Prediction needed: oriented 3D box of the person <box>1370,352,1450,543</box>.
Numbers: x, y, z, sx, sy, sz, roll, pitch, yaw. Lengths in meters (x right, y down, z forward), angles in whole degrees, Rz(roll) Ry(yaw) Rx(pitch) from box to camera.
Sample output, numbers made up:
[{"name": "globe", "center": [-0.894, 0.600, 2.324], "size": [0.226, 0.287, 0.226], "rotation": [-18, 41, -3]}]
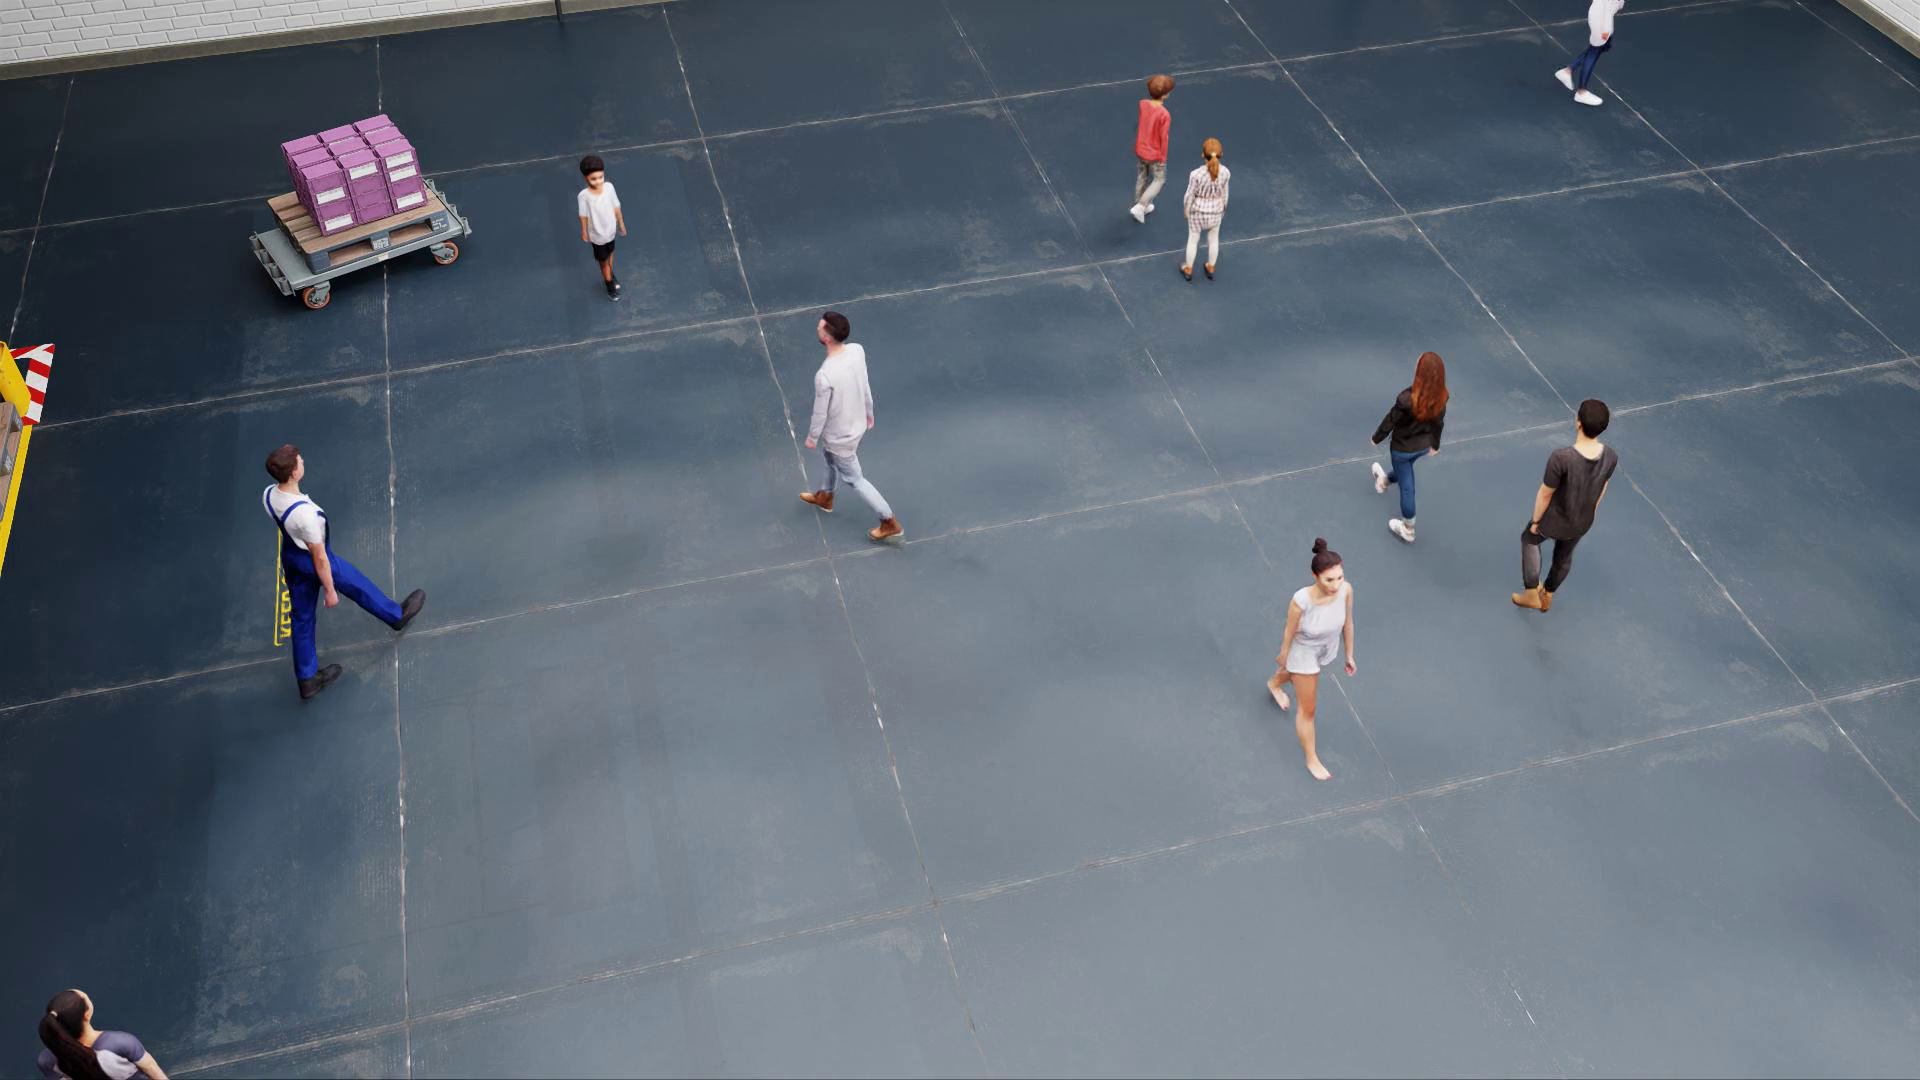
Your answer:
[{"name": "person", "center": [3.171, -0.615, 11.558], "size": [0.679, 1.438, 0.986], "rotation": [-18, 46, -18]}]

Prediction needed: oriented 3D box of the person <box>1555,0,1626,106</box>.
[{"name": "person", "center": [6.085, -5.029, 15.952], "size": [0.893, 1.769, 0.837], "rotation": [15, 46, 15]}]

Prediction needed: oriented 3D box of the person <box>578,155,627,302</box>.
[{"name": "person", "center": [-3.006, -2.654, 13.836], "size": [0.610, 1.249, 0.709], "rotation": [-24, 49, -23]}]

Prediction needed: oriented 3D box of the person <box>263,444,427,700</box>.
[{"name": "person", "center": [-4.110, 0.247, 10.391], "size": [1.227, 1.800, 1.245], "rotation": [25, 49, 24]}]

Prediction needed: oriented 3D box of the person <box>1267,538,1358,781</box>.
[{"name": "person", "center": [2.115, 0.617, 10.177], "size": [0.718, 1.559, 1.120], "rotation": [-19, 47, -19]}]

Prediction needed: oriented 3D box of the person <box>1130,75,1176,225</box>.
[{"name": "person", "center": [1.619, -3.373, 14.478], "size": [0.709, 1.404, 0.749], "rotation": [35, 53, 31]}]

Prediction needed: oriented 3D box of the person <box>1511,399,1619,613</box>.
[{"name": "person", "center": [3.985, -0.142, 10.868], "size": [0.695, 1.707, 0.699], "rotation": [0, 44, 0]}]

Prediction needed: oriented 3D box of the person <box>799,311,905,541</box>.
[{"name": "person", "center": [-0.731, -0.735, 11.419], "size": [1.181, 1.806, 1.167], "rotation": [18, 46, 18]}]

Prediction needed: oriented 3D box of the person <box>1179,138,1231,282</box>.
[{"name": "person", "center": [2.061, -2.758, 13.902], "size": [0.564, 1.309, 0.547], "rotation": [-4, 44, -5]}]

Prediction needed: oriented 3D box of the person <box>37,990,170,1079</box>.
[{"name": "person", "center": [-3.985, 2.667, 7.960], "size": [0.588, 1.651, 0.509], "rotation": [-10, 44, -10]}]
